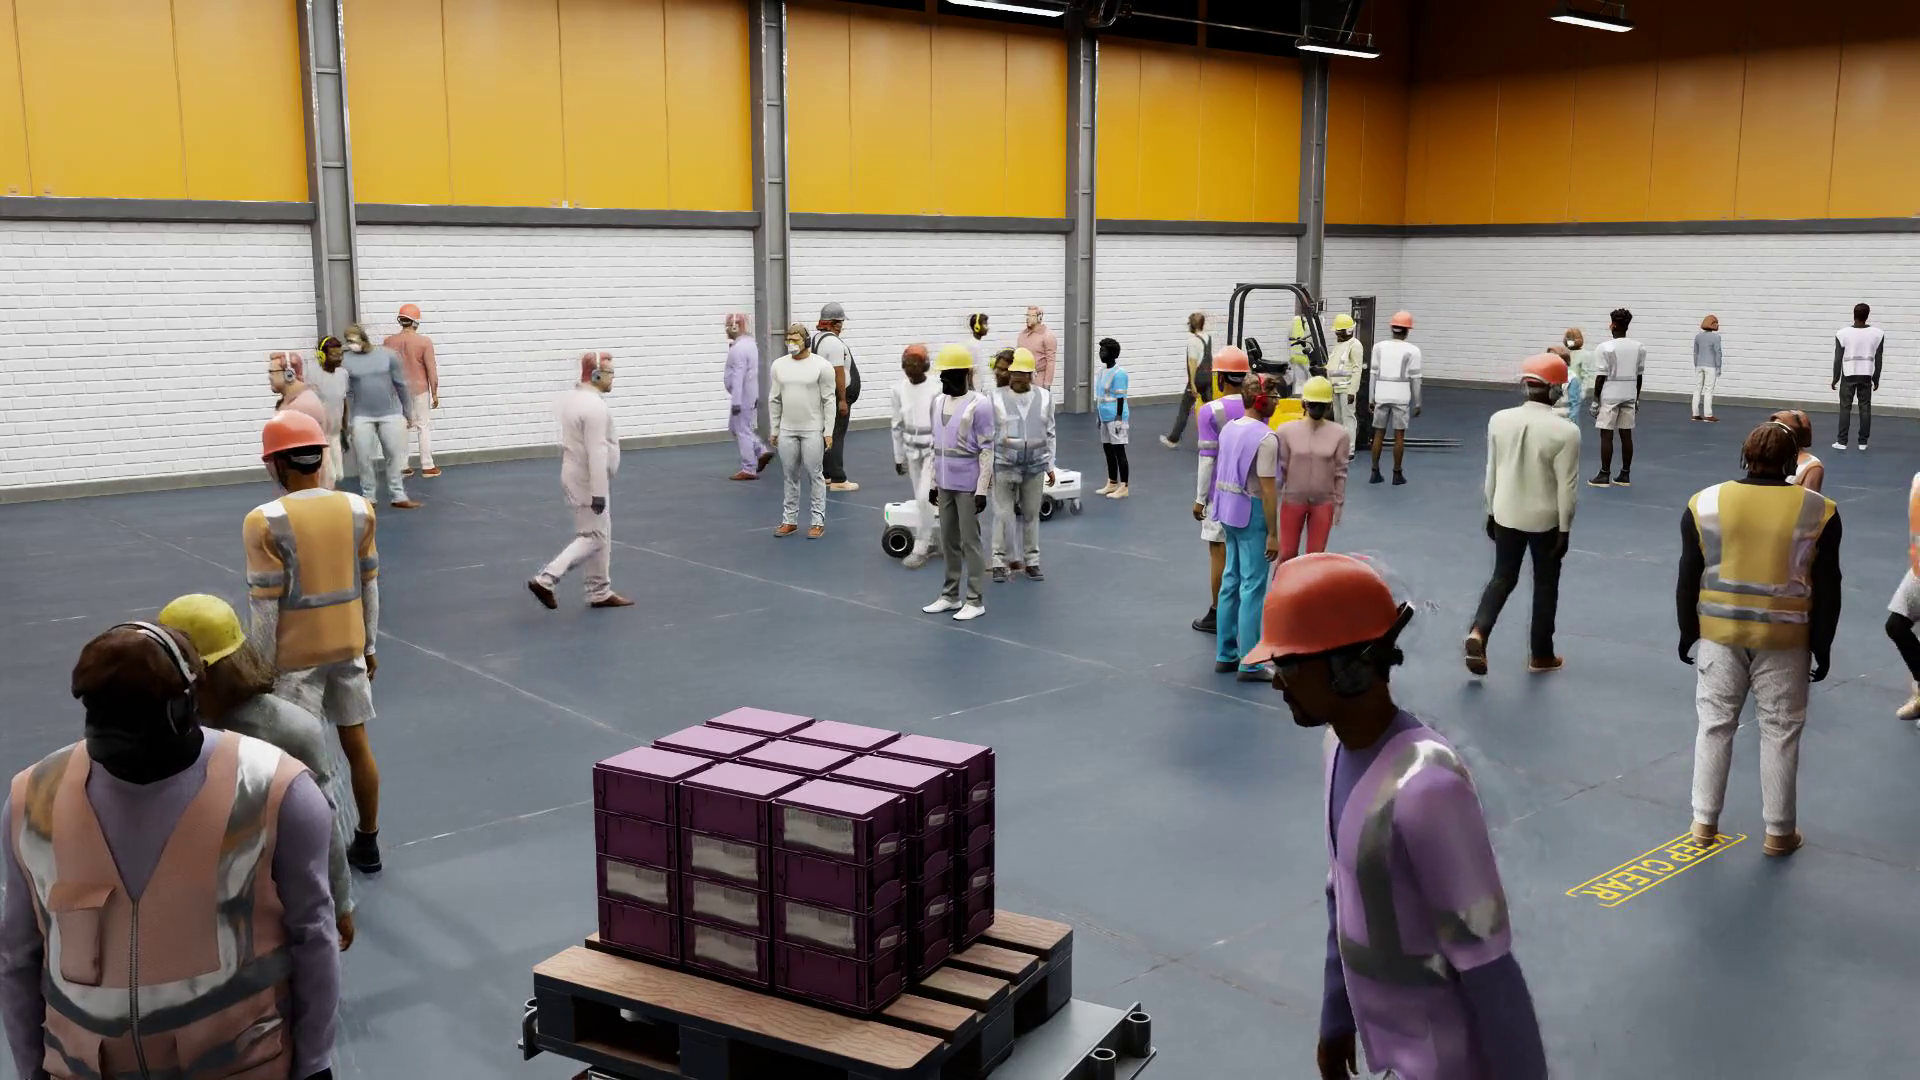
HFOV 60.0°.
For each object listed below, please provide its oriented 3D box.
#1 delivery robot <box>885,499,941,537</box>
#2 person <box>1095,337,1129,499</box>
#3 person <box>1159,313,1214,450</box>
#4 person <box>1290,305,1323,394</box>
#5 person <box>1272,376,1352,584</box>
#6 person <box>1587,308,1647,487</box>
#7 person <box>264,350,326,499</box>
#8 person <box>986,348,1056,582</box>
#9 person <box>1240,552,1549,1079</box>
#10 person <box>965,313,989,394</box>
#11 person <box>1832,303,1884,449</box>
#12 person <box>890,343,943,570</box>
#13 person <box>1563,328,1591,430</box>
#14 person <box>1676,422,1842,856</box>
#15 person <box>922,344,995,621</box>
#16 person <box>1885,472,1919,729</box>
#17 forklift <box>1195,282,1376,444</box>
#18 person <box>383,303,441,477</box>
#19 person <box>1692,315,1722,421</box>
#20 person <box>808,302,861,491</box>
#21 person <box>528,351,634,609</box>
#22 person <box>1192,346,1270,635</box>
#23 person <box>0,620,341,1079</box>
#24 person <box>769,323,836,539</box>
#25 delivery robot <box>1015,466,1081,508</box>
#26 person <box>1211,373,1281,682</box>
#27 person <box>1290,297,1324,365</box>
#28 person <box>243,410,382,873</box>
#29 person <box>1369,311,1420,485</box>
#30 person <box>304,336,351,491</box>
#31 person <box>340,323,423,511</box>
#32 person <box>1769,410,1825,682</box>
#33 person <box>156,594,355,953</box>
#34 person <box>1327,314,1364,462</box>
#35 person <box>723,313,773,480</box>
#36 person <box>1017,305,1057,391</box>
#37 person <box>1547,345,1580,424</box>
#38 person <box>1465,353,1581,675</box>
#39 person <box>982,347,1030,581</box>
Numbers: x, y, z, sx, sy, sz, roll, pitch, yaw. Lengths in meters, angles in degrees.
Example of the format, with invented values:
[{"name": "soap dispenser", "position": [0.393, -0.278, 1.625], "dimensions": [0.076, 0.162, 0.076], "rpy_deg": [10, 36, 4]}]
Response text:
[{"name": "delivery robot", "position": [-0.281, -0.195, 14.151], "dimensions": [0.707, 0.478, 0.477], "rpy_deg": [0, 10, 1]}, {"name": "person", "position": [1.593, -1.275, 17.442], "dimensions": [0.324, 1.688, 0.536], "rpy_deg": [-3, 10, -19]}, {"name": "person", "position": [3.045, -2.044, 21.608], "dimensions": [0.523, 1.795, 0.926], "rpy_deg": [-8, 13, -40]}, {"name": "person", "position": [5.374, -2.773, 25.804], "dimensions": [0.433, 1.821, 0.666], "rpy_deg": [-6, 11, -32]}, {"name": "person", "position": [2.368, -0.251, 11.287], "dimensions": [0.526, 1.740, 0.466], "rpy_deg": [1, 10, 4]}, {"name": "person", "position": [7.209, -1.557, 18.273], "dimensions": [0.607, 1.966, 0.367], "rpy_deg": [-3, 10, -15]}, {"name": "person", "position": [-4.568, -0.372, 11.560], "dimensions": [0.493, 1.888, 0.663], "rpy_deg": [-6, 11, -30]}, {"name": "person", "position": [0.469, -0.581, 12.961], "dimensions": [0.594, 1.828, 0.403], "rpy_deg": [-2, 10, -10]}, {"name": "person", "position": [0.878, 1.003, 3.315], "dimensions": [1.079, 1.952, 0.652], "rpy_deg": [0, 10, 2]}, {"name": "person", "position": [0.173, -1.826, 20.211], "dimensions": [0.443, 1.852, 0.513], "rpy_deg": [1, 10, 5]}, {"name": "person", "position": [11.765, -2.140, 21.828], "dimensions": [0.591, 1.920, 0.393], "rpy_deg": [2, 10, 14]}, {"name": "person", "position": [-0.304, -0.696, 13.620], "dimensions": [0.598, 1.827, 0.843], "rpy_deg": [5, 11, 28]}, {"name": "person", "position": [7.796, -1.900, 21.272], "dimensions": [0.319, 1.629, 0.524], "rpy_deg": [-7, 12, -37]}, {"name": "person", "position": [3.389, 0.415, 7.092], "dimensions": [0.627, 1.843, 0.429], "rpy_deg": [6, 12, 32]}, {"name": "person", "position": [-0.020, -0.404, 11.636], "dimensions": [0.369, 1.925, 0.594], "rpy_deg": [-8, 13, -39]}, {"name": "person", "position": [5.210, 0.195, 8.818], "dimensions": [0.421, 1.675, 0.562], "rpy_deg": [-1, 10, -9]}, {"name": "forklift", "position": [4.328, -2.346, 22.227], "dimensions": [2.313, 2.155, 1.214], "rpy_deg": [3, 10, 16]}, {"name": "person", "position": [-6.277, -1.709, 19.075], "dimensions": [0.624, 1.992, 0.390], "rpy_deg": [1, 10, 6]}, {"name": "person", "position": [11.496, -2.640, 25.576], "dimensions": [0.284, 1.636, 0.500], "rpy_deg": [-4, 11, -23]}, {"name": "person", "position": [-1.346, -1.563, 18.092], "dimensions": [0.535, 2.000, 0.674], "rpy_deg": [-5, 11, -27]}, {"name": "person", "position": [-2.694, -0.396, 11.749], "dimensions": [0.697, 1.878, 0.689], "rpy_deg": [-5, 11, -25]}, {"name": "person", "position": [1.800, -0.331, 11.178], "dimensions": [0.545, 1.938, 0.358], "rpy_deg": [-5, 11, -27]}, {"name": "person", "position": [-1.571, 1.059, 3.331], "dimensions": [0.631, 1.840, 0.428], "rpy_deg": [-2, 10, -9]}, {"name": "person", "position": [-1.421, -0.975, 14.947], "dimensions": [0.635, 1.937, 0.354], "rpy_deg": [3, 10, 19]}, {"name": "delivery robot", "position": [0.842, -0.543, 16.190], "dimensions": [0.707, 0.478, 0.477], "rpy_deg": [-8, 13, -39]}, {"name": "person", "position": [1.715, -0.077, 9.955], "dimensions": [0.381, 1.844, 0.566], "rpy_deg": [-4, 10, -20]}, {"name": "person", "position": [5.676, -3.045, 27.234], "dimensions": [0.585, 1.879, 0.343], "rpy_deg": [-3, 10, -18]}, {"name": "person", "position": [-2.602, 0.441, 6.688], "dimensions": [0.370, 1.928, 0.543], "rpy_deg": [8, 13, 39]}, {"name": "person", "position": [4.812, -1.568, 18.448], "dimensions": [0.565, 1.932, 0.380], "rpy_deg": [6, 12, 33]}, {"name": "person", "position": [-5.865, -0.964, 15.265], "dimensions": [0.663, 1.827, 0.559], "rpy_deg": [4, 10, 21]}, {"name": "person", "position": [-5.725, -1.195, 16.411], "dimensions": [0.779, 1.902, 0.382], "rpy_deg": [-4, 11, -24]}, {"name": "person", "position": [4.930, 0.039, 9.923], "dimensions": [0.318, 1.630, 0.512], "rpy_deg": [-2, 10, -9]}, {"name": "person", "position": [-1.854, 0.976, 4.203], "dimensions": [0.491, 1.701, 0.837], "rpy_deg": [1, 10, 7]}, {"name": "person", "position": [4.721, -1.864, 20.494], "dimensions": [0.403, 1.823, 0.588], "rpy_deg": [-2, 10, -12]}, {"name": "person", "position": [-2.448, -1.617, 18.823], "dimensions": [0.486, 1.889, 0.685], "rpy_deg": [0, 10, 2]}, {"name": "person", "position": [0.927, -2.039, 21.263], "dimensions": [0.408, 1.912, 0.641], "rpy_deg": [-9, 13, -44]}, {"name": "person", "position": [6.067, -1.163, 16.926], "dimensions": [0.310, 1.638, 0.523], "rpy_deg": [-5, 11, -25]}, {"name": "person", "position": [3.376, -0.135, 9.954], "dimensions": [0.780, 1.970, 0.621], "rpy_deg": [-9, 13, -42]}, {"name": "person", "position": [0.356, -0.605, 13.107], "dimensions": [0.418, 1.835, 0.600], "rpy_deg": [-7, 12, -37]}]
